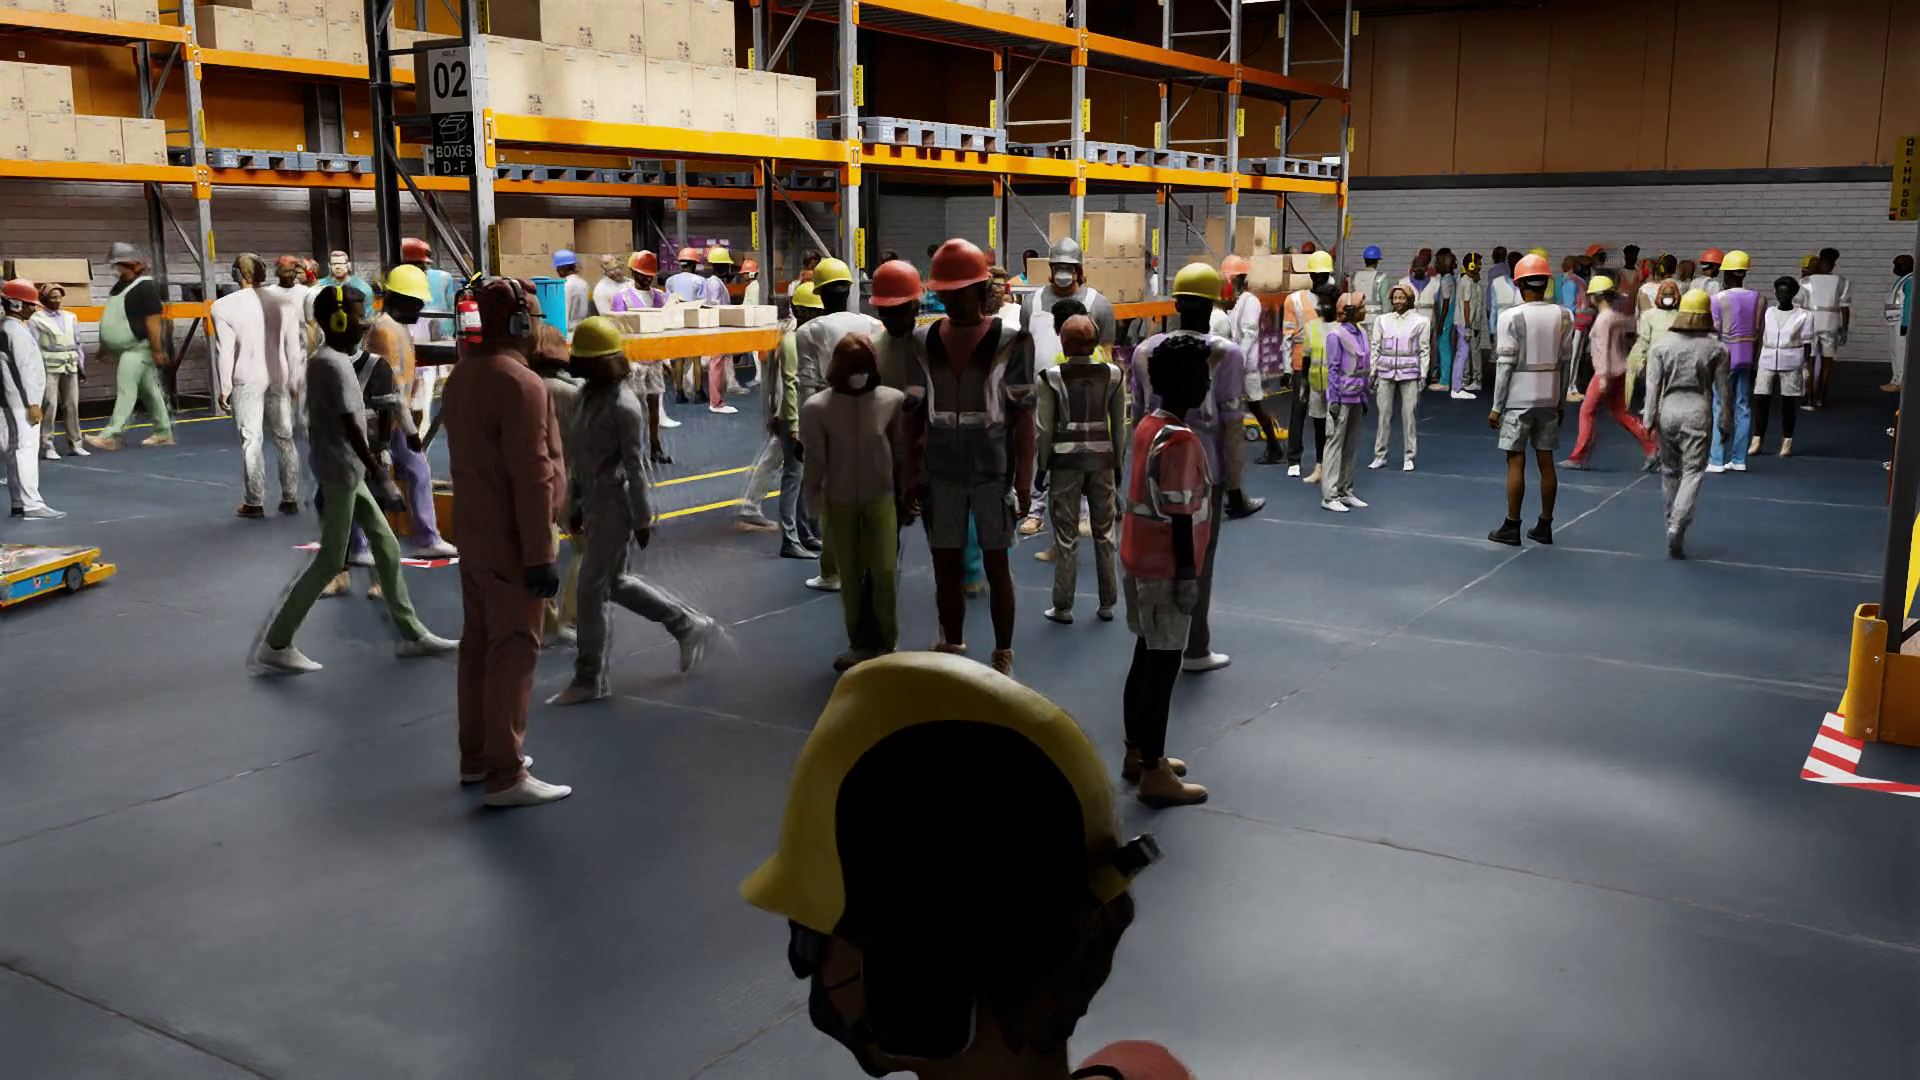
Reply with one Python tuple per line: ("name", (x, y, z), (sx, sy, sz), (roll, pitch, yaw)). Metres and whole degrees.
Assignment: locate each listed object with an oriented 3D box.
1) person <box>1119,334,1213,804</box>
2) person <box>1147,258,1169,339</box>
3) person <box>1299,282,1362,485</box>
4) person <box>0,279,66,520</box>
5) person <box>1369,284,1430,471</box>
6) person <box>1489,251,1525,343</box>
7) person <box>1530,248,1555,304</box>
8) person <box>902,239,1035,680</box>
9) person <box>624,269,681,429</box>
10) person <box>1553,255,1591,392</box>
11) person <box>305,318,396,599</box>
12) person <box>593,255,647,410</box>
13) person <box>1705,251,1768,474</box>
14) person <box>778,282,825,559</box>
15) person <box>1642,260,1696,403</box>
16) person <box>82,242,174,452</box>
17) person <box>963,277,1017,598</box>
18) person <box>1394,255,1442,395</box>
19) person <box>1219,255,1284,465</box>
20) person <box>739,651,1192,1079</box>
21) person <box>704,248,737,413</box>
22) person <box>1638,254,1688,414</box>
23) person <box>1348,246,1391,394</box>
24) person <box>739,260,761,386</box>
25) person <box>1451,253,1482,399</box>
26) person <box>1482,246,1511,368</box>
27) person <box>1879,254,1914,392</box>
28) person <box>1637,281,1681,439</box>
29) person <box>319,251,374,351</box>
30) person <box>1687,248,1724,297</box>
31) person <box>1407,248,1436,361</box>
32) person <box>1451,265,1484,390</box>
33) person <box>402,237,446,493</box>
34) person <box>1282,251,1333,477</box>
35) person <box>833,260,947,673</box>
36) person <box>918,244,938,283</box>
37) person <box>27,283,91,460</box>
("person", (0.749, 0.103, 6.036), (0.319, 1.692, 0.537), (-1, 10, -7))
("person", (3.217, -3.726, 27.084), (0.341, 1.746, 0.566), (2, 10, 13))
("person", (3.016, -1.257, 13.579), (0.547, 1.693, 0.359), (10, 14, 44))
("person", (-6.808, -1.023, 12.123), (0.340, 1.742, 0.560), (-10, 14, -43))
("person", (3.865, -1.428, 14.655), (0.522, 1.640, 0.306), (5, 12, 28))
("person", (6.975, -2.691, 20.964), (0.602, 1.889, 0.685), (3, 11, 15))
("person", (7.478, -2.806, 21.579), (0.449, 1.912, 0.668), (-1, 10, -7))
("person", (0.023, -0.294, 7.308), (0.617, 2.028, 0.410), (4, 11, 19))
("person", (-3.327, -2.129, 17.862), (0.853, 1.887, 0.609), (1, 10, 6))
("person", (8.087, -2.893, 22.284), (0.459, 1.826, 0.742), (-1, 10, -7))
("person", (-3.443, -0.508, 9.394), (0.533, 1.699, 0.319), (2, 10, 9))
("person", (-3.767, -2.272, 18.768), (0.426, 1.852, 0.747), (6, 12, 28))
("person", (6.682, -1.535, 14.448), (0.585, 1.928, 0.370), (-3, 11, -15))
("person", (-0.974, -0.759, 10.626), (0.339, 1.761, 0.524), (3, 11, 18))
("person", (8.778, -2.465, 20.029), (0.541, 1.793, 0.961), (-6, 12, -31))
("person", (-8.092, -1.879, 16.043), (0.696, 2.000, 0.971), (10, 14, 44))
("person", (0.121, -0.592, 9.528), (0.539, 1.816, 0.616), (2, 10, 11))
("person", (5.993, -2.809, 21.802), (0.603, 1.822, 0.447), (2, 10, 8))
("person", (2.518, -1.581, 14.823), (0.971, 1.900, 0.550), (-6, 12, -29))
("person", (0.010, 0.944, 1.192), (0.342, 1.760, 0.527), (6, 12, 30))
("person", (-2.820, -2.449, 19.517), (0.364, 1.928, 0.586), (-2, 10, -11))
("person", (8.155, -2.367, 19.259), (0.509, 1.860, 0.334), (-1, 10, -8))
("person", (5.406, -2.905, 21.985), (0.614, 1.944, 0.395), (10, 14, 43))
("person", (-2.883, -3.002, 23.102), (0.352, 1.743, 0.564), (-1, 10, -8))
("person", (6.486, -2.738, 21.311), (0.327, 1.863, 0.510), (2, 10, 11))
("person", (8.589, -3.702, 26.457), (0.630, 1.932, 0.365), (-7, 12, -34))
("person", (12.616, -2.902, 22.300), (0.429, 1.831, 0.639), (3, 11, 17))
("person", (6.967, -1.744, 16.458), (0.506, 1.623, 0.292), (3, 11, 14))
("person", (-6.460, -2.064, 17.434), (0.638, 1.911, 0.406), (-3, 11, -15))
("person", (8.506, -2.352, 18.989), (0.390, 1.925, 0.550), (-1, 10, -7))
("person", (7.778, -3.949, 27.952), (0.575, 1.883, 0.362), (9, 14, 41))
("person", (6.898, -2.908, 22.598), (0.338, 1.735, 0.487), (-3, 11, -18))
("person", (-4.349, -1.375, 13.249), (0.383, 2.042, 0.618), (-2, 11, -13))
("person", (3.049, -1.498, 14.244), (0.587, 1.928, 0.363), (-1, 10, -3))
("person", (-0.234, -0.345, 7.854), (0.640, 1.928, 1.058), (5, 11, 25))
("person", (-0.503, -4.704, 31.976), (0.632, 1.940, 0.372), (4, 11, 23))
("person", (-8.359, -1.557, 15.405), (0.312, 1.630, 0.511), (4, 11, 23))
